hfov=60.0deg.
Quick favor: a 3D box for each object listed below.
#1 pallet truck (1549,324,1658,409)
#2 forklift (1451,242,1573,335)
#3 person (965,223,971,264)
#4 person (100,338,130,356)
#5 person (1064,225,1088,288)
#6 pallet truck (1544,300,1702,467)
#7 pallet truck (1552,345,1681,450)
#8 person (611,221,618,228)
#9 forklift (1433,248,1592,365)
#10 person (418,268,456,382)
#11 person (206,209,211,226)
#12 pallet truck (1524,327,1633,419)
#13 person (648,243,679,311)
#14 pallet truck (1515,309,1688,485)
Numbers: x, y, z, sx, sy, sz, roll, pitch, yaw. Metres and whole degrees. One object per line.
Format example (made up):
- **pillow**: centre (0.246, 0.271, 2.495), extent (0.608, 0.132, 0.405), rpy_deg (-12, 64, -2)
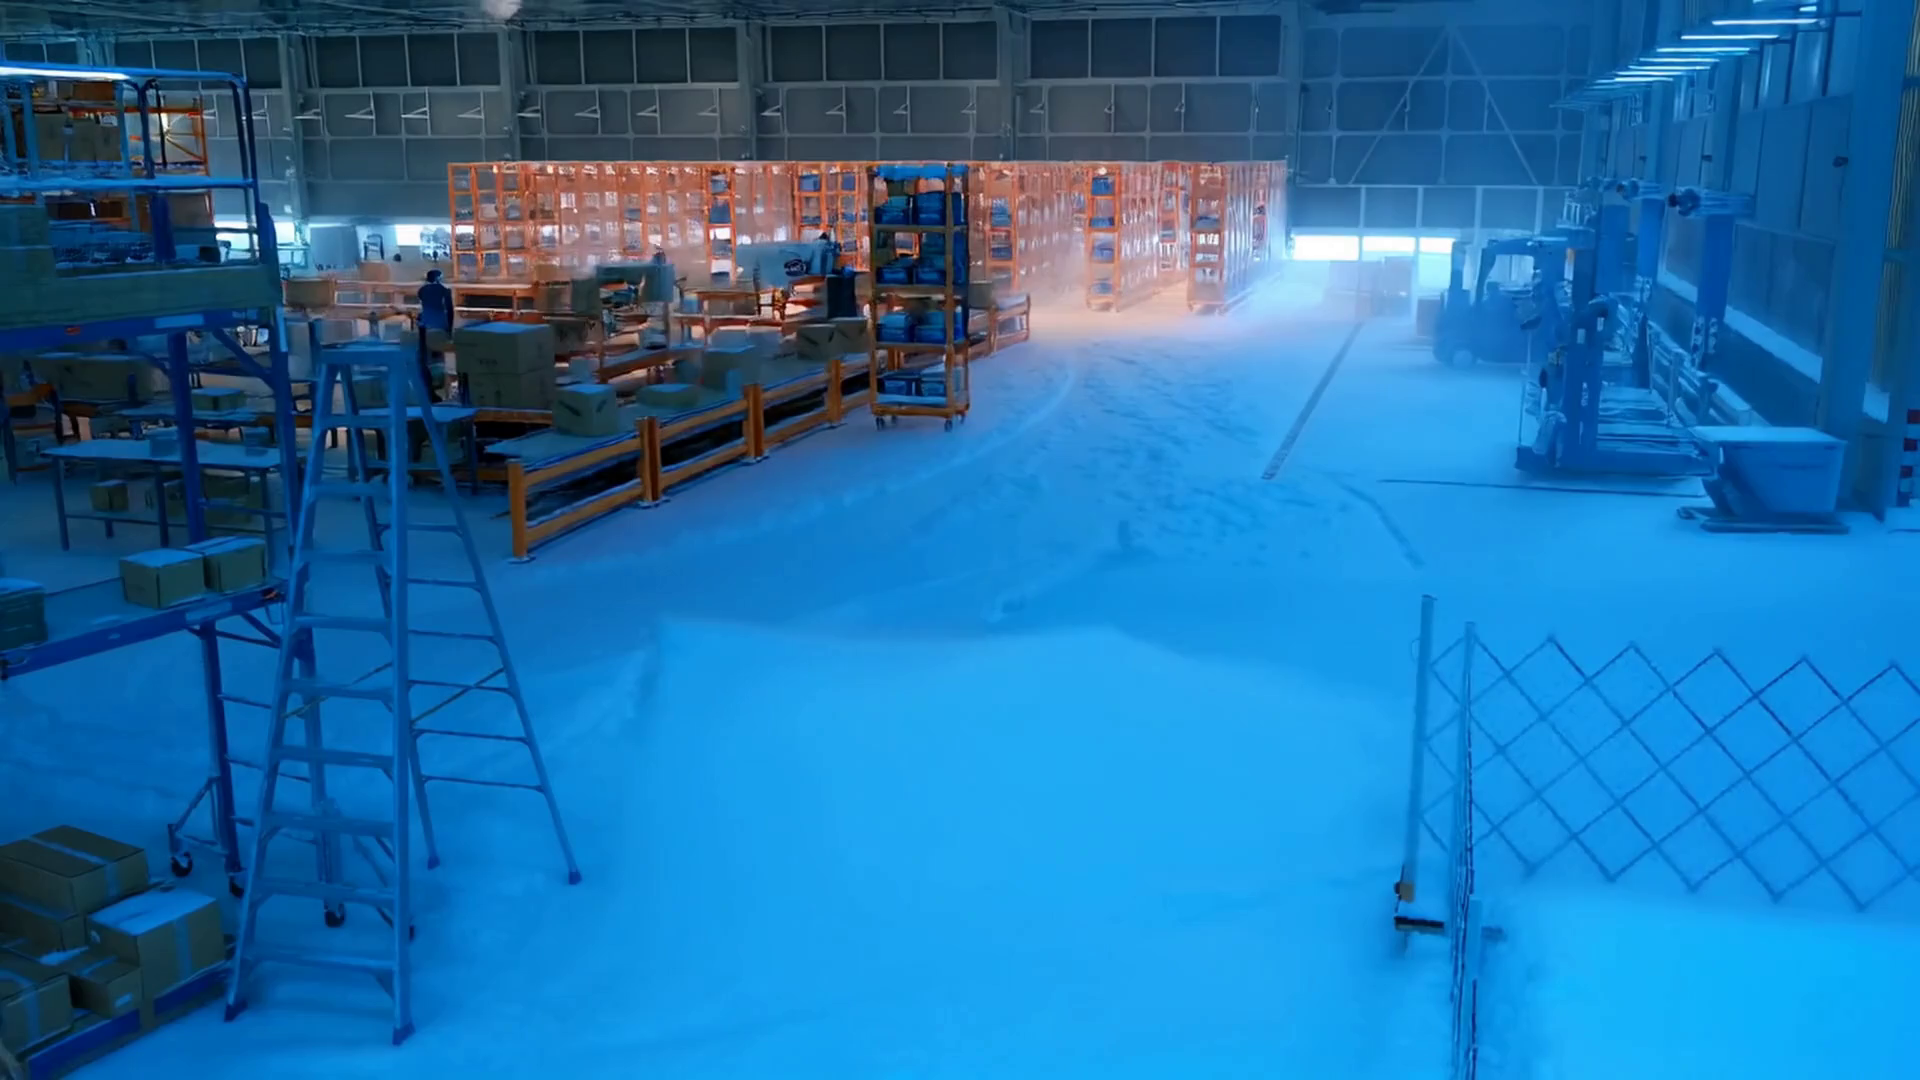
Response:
- **pallet truck**: centre (9.824, -2.669, 25.407), extent (1.601, 1.201, 0.680), rpy_deg (4, 14, 16)
- **forklift**: centre (10.464, -4.597, 31.405), extent (2.680, 1.987, 1.157), rpy_deg (4, 14, 16)
- **person**: centre (0.267, -9.306, 52.398), extent (0.375, 1.997, 0.611), rpy_deg (6, 14, 24)
- **person**: centre (-12.312, -2.791, 24.162), extent (0.391, 2.039, 0.615), rpy_deg (2, 13, 8)
- **person**: centre (3.360, -8.174, 47.936), extent (0.918, 1.811, 0.570), rpy_deg (5, 14, 21)
- **pallet truck**: centre (8.263, -1.952, 20.631), extent (1.885, 1.965, 0.823), rpy_deg (5, 14, 20)
- **pallet truck**: centre (8.641, -1.896, 21.908), extent (1.630, 1.274, 0.653), rpy_deg (4, 14, 16)
- **person**: centre (-11.340, -9.917, 55.488), extent (0.610, 1.801, 0.811), rpy_deg (1, 13, 4)
- **forklift**: centre (9.780, -4.111, 29.280), extent (2.680, 1.987, 1.157), rpy_deg (3, 13, 14)
- **person**: centre (-8.806, -3.627, 28.103), extent (0.644, 1.899, 0.396), rpy_deg (4, 14, 16)
- **person**: centre (-29.263, -11.986, 64.563), extent (0.593, 1.723, 0.627), rpy_deg (-3, 13, -15)
- **pallet truck**: centre (9.065, -2.460, 24.370), extent (1.522, 1.261, 0.704), rpy_deg (3, 13, 14)
- **person**: centre (-7.065, -6.185, 39.533), extent (0.928, 1.716, 0.545), rpy_deg (4, 14, 17)
- **pallet truck**: centre (7.554, -1.677, 19.446), extent (1.885, 1.965, 0.823), rpy_deg (3, 13, 14)
